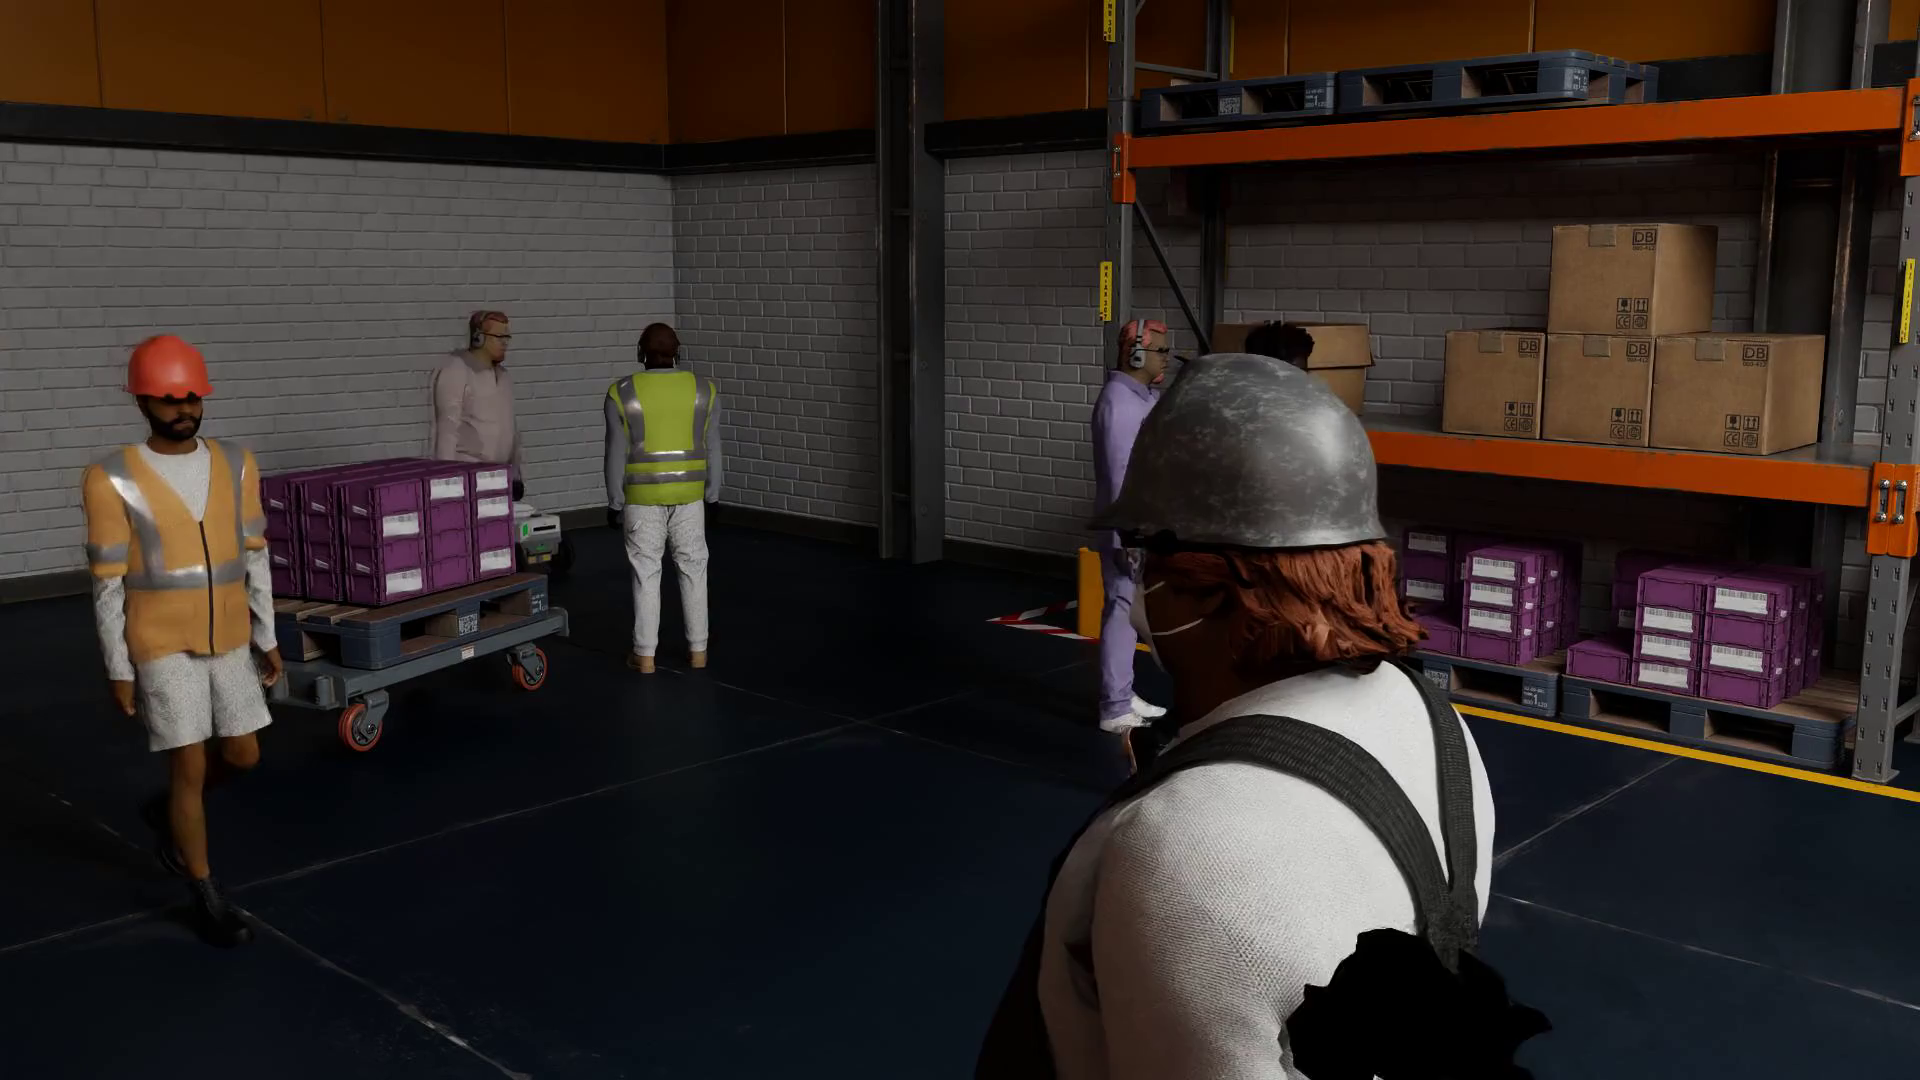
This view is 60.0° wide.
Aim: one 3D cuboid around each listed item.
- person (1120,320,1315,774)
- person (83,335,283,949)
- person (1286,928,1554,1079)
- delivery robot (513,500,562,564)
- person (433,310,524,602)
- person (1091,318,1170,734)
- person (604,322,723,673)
[{"bbox_3d":[1.059,0.134,6.313,0.819,1.940,0.615,6,11,34],"label":"person"},{"bbox_3d":[-2.501,0.302,5.319,0.687,1.922,0.550,7,12,37],"label":"person"},{"bbox_3d":[0.379,1.071,1.049,0.931,1.794,0.607,-1,9,-5],"label":"person"},{"bbox_3d":[-3.110,-0.087,11.601,0.707,0.478,0.477,8,12,39],"label":"delivery robot"},{"bbox_3d":[-2.757,-0.385,9.647,0.438,1.881,0.663,3,10,16],"label":"person"},{"bbox_3d":[0.804,-0.059,7.620,0.402,1.899,0.631,2,9,11],"label":"person"},{"bbox_3d":[-1.564,-0.220,8.769,0.633,1.842,0.429,-4,10,-24],"label":"person"}]
